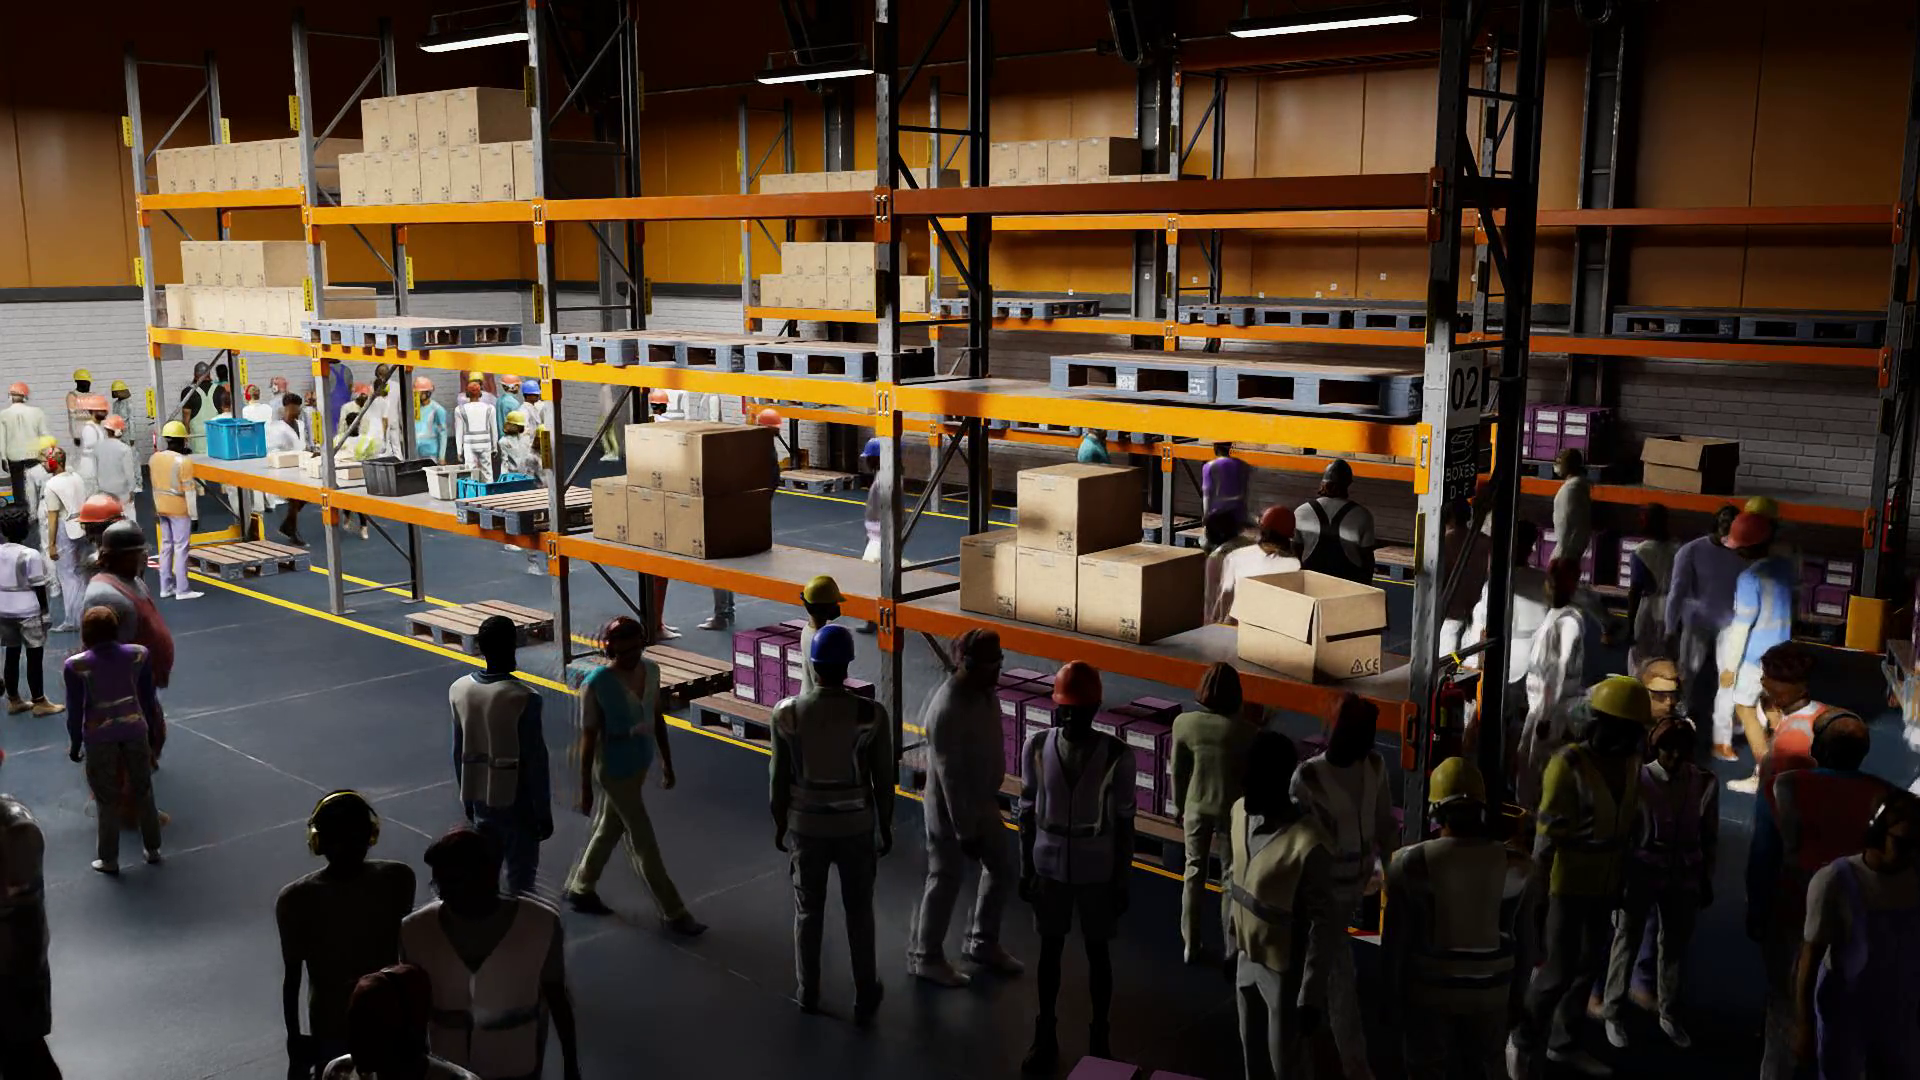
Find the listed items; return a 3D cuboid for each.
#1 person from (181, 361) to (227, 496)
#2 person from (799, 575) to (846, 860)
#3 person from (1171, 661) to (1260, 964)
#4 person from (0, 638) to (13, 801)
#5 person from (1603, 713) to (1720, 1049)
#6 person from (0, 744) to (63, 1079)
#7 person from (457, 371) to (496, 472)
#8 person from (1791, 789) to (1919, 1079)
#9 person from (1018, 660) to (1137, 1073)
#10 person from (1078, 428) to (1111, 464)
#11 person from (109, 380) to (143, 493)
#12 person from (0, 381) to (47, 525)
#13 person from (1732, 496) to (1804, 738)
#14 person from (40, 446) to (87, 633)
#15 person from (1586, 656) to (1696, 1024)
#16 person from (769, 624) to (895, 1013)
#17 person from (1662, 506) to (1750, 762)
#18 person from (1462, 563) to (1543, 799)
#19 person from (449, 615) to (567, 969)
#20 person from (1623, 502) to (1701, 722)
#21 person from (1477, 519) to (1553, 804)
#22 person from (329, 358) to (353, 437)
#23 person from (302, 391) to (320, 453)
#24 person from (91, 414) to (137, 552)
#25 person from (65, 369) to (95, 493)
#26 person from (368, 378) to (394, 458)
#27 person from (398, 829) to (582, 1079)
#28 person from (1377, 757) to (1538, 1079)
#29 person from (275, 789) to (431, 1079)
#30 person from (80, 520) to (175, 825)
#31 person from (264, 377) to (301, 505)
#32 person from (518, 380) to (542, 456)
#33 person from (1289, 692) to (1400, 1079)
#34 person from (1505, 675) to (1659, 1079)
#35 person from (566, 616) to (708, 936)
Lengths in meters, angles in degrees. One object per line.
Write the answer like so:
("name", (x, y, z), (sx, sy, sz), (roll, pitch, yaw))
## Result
("person", (-11.489, -1.703, 25.323), (0.685, 2.000, 0.538), (-7, 12, -36))
("person", (-0.854, 1.087, 10.319), (0.314, 1.769, 0.524), (-2, 10, -11))
("person", (1.346, 1.438, 8.711), (0.497, 1.634, 0.279), (5, 11, 28))
("person", (-6.684, 0.899, 11.096), (0.570, 1.878, 0.353), (1, 10, 3))
("person", (3.281, 1.601, 7.808), (0.519, 1.630, 0.323), (0, 10, -1))
("person", (-3.854, 1.660, 6.635), (0.549, 1.929, 0.389), (7, 12, 34))
("person", (-7.359, -1.635, 25.329), (0.616, 1.900, 0.455), (-5, 11, -25))
("person", (3.362, 1.788, 6.184), (0.537, 1.827, 0.449), (0, 10, -2))
("person", (0.522, 1.488, 7.555), (0.545, 1.942, 0.353), (3, 10, 15))
("person", (1.540, -0.476, 18.747), (0.409, 1.913, 0.651), (2, 10, 10))
("person", (-12.813, -1.582, 25.492), (0.484, 1.738, 0.320), (6, 12, 31))
("person", (-12.633, -1.156, 22.457), (0.625, 1.964, 0.833), (-7, 12, -34))
("person", (6.042, 0.617, 12.573), (0.643, 1.912, 0.426), (0, 10, 1))
("person", (-8.746, -0.009, 16.330), (0.389, 1.836, 0.561), (0, 10, 1))
("person", (3.316, 1.449, 8.081), (0.513, 1.836, 0.354), (-2, 10, -14))
("person", (-0.625, 1.373, 8.190), (0.617, 1.946, 0.393), (0, 10, 2))
("person", (5.585, 0.674, 12.304), (0.747, 1.881, 0.891), (1, 10, 3))
("person", (3.763, 0.917, 11.447), (0.796, 1.693, 0.646), (9, 13, 41))
("person", (-2.335, 1.332, 8.515), (0.593, 1.915, 0.388), (5, 11, 27))
("person", (5.398, 0.623, 12.800), (0.613, 1.813, 0.568), (-5, 11, -26))
("person", (3.762, 0.834, 11.244), (0.634, 1.948, 0.389), (-3, 11, -19))
("person", (-11.059, -2.406, 29.297), (0.536, 2.000, 0.676), (6, 12, 32))
("person", (-9.638, -1.400, 24.777), (0.314, 1.632, 0.524), (-2, 10, -11))
("person", (-10.341, -0.672, 20.355), (0.585, 1.734, 0.642), (2, 10, 13))
("person", (-13.368, -1.653, 25.397), (0.407, 1.919, 0.592), (0, 10, 3))
("person", (-8.567, -1.482, 24.660), (0.527, 1.826, 0.810), (5, 11, 27))
("person", (-1.646, 1.867, 5.870), (0.600, 1.794, 0.945), (-1, 10, -3))
("person", (1.919, 1.741, 6.469), (0.587, 1.823, 0.404), (1, 10, 3))
("person", (-2.194, 1.797, 6.062), (0.502, 1.861, 0.327), (-7, 12, -33))
("person", (-5.401, 0.855, 10.855), (0.591, 2.000, 0.697), (-3, 10, -17))
("person", (-9.902, -1.434, 24.228), (0.527, 1.889, 0.683), (3, 10, 16))
("person", (-5.890, -1.223, 22.865), (0.403, 1.945, 0.614), (0, 10, -3))
("person", (1.692, 1.569, 7.463), (0.560, 1.830, 0.985), (-7, 12, -36))
("person", (2.793, 1.522, 7.461), (0.628, 1.907, 0.508), (-6, 12, -32))
("person", (-1.844, 1.278, 9.198), (0.964, 1.791, 0.609), (5, 11, 25))
